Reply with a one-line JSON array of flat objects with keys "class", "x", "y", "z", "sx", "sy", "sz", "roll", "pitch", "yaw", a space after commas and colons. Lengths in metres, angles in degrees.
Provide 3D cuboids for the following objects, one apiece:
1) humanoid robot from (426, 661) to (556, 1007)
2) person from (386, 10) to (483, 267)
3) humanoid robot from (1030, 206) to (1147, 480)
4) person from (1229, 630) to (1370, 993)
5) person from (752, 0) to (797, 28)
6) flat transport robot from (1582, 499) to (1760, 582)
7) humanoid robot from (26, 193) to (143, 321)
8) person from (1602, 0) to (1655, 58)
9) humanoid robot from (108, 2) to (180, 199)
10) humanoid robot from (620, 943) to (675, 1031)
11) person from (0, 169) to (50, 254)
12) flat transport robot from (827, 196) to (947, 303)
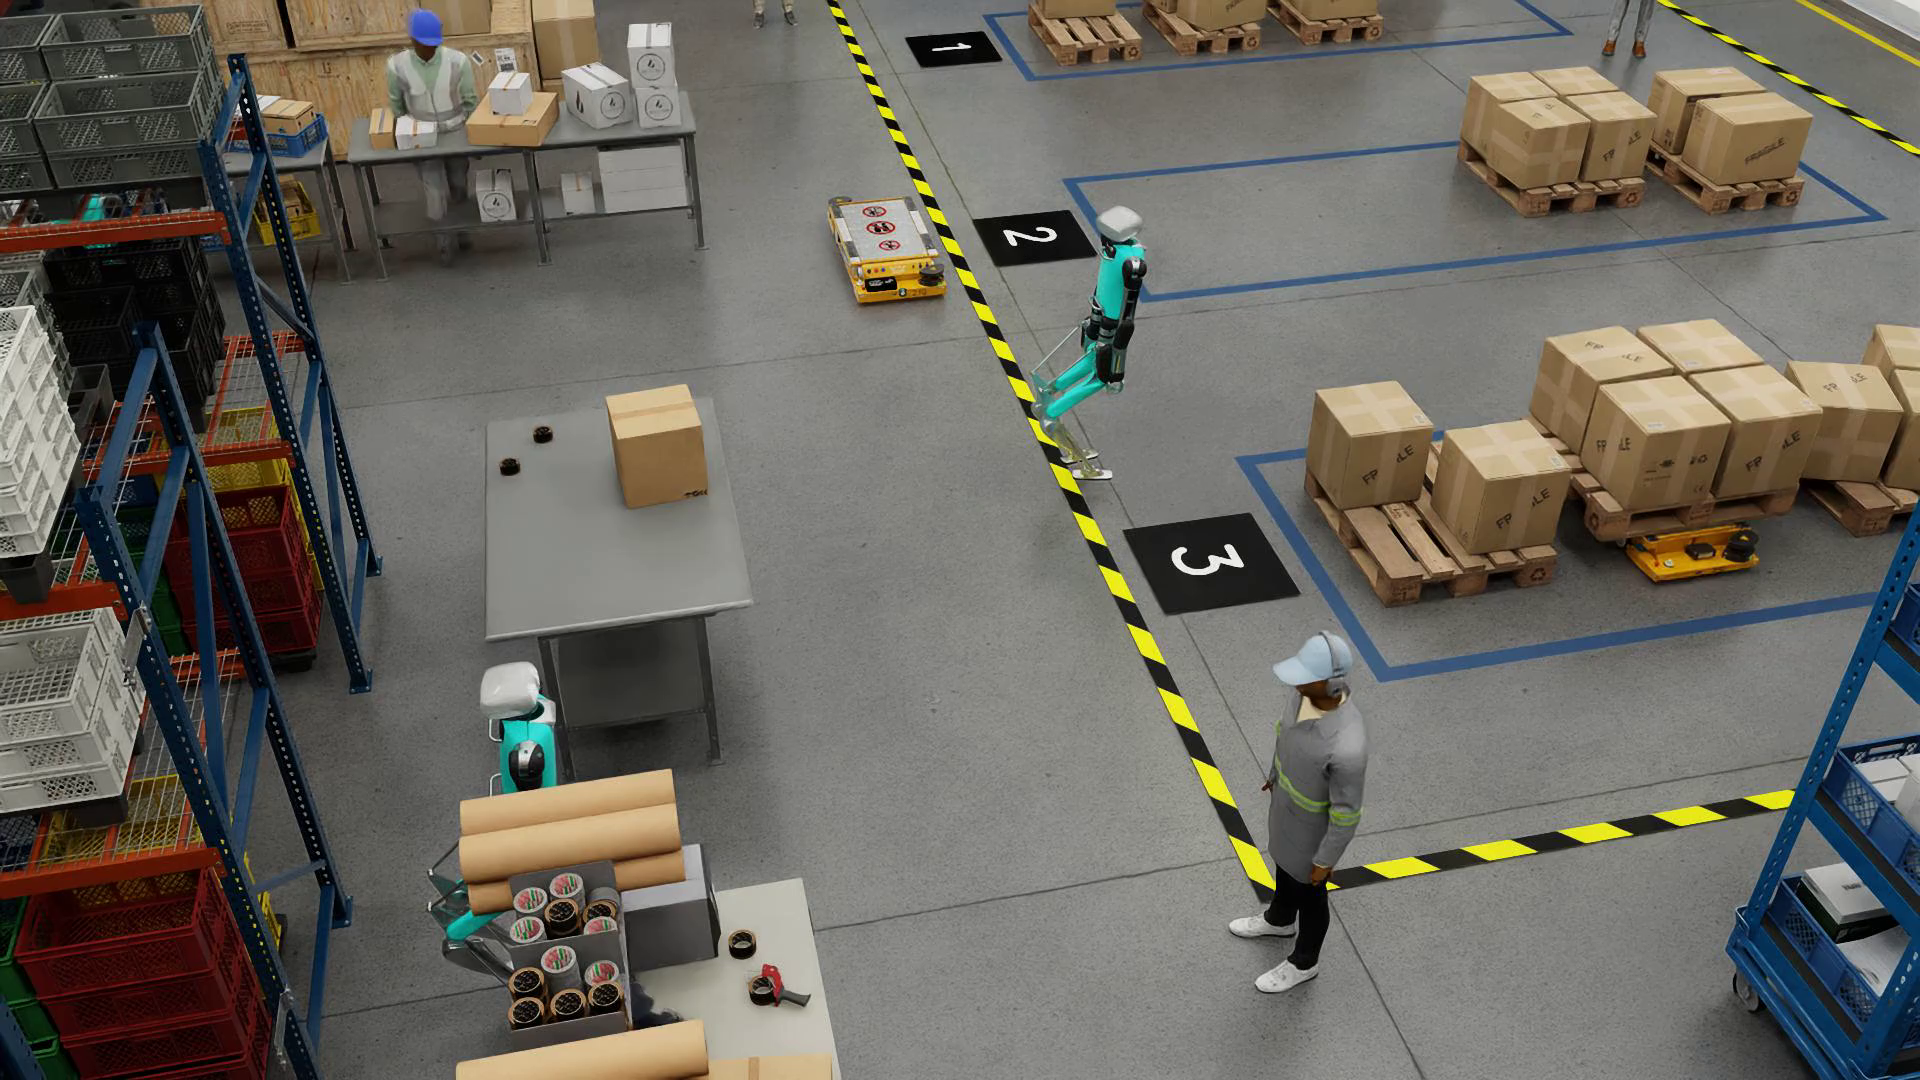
[{"class": "humanoid robot", "x": -1.880, "y": 1.213, "z": 6.580, "sx": 0.735, "sy": 1.677, "sz": 0.533, "roll": -8, "pitch": 37, "yaw": -10}, {"class": "person", "x": -3.791, "y": -2.946, "z": 12.139, "sx": 0.617, "sy": 1.908, "sz": 0.737, "roll": -12, "pitch": 38, "yaw": -16}, {"class": "humanoid robot", "x": 0.681, "y": -1.109, "z": 9.700, "sx": 0.735, "sy": 1.678, "sz": 0.533, "roll": -7, "pitch": 37, "yaw": -10}, {"class": "person", "x": 1.369, "y": 1.102, "z": 6.746, "sx": 0.390, "sy": 1.850, "sz": 0.599, "roll": -7, "pitch": 37, "yaw": -9}, {"class": "person", "x": -1.861, "y": -5.931, "z": 16.267, "sx": 0.563, "sy": 1.769, "sz": 0.397, "roll": -8, "pitch": 37, "yaw": -11}, {"class": "flat transport robot", "x": 4.065, "y": -0.286, "z": 9.914, "sx": 0.652, "sy": 0.197, "sz": 1.431, "roll": -8, "pitch": 37, "yaw": -10}, {"class": "humanoid robot", "x": -5.169, "y": -1.298, "z": 10.072, "sx": 0.530, "sy": 1.789, "sz": 0.783, "roll": -13, "pitch": 38, "yaw": -16}, {"class": "person", "x": 6.432, "y": -5.464, "z": 15.544, "sx": 0.589, "sy": 1.884, "sz": 0.360, "roll": 8, "pitch": 37, "yaw": 11}, {"class": "humanoid robot", "x": -6.272, "y": -3.357, "z": 12.926, "sx": 0.783, "sy": 1.628, "sz": 0.609, "roll": 1, "pitch": 37, "yaw": 2}, {"class": "humanoid robot", "x": -1.127, "y": 1.883, "z": 5.875, "sx": 0.596, "sy": 1.635, "sz": 0.748, "roll": 10, "pitch": 38, "yaw": 13}, {"class": "person", "x": -5.848, "y": -1.868, "z": 10.710, "sx": 0.582, "sy": 1.883, "sz": 0.338, "roll": -11, "pitch": 38, "yaw": -14}, {"class": "flat transport robot", "x": -0.570, "y": -2.220, "z": 12.538, "sx": 0.659, "sy": 0.231, "sz": 1.431, "roll": -8, "pitch": 37, "yaw": -10}]
